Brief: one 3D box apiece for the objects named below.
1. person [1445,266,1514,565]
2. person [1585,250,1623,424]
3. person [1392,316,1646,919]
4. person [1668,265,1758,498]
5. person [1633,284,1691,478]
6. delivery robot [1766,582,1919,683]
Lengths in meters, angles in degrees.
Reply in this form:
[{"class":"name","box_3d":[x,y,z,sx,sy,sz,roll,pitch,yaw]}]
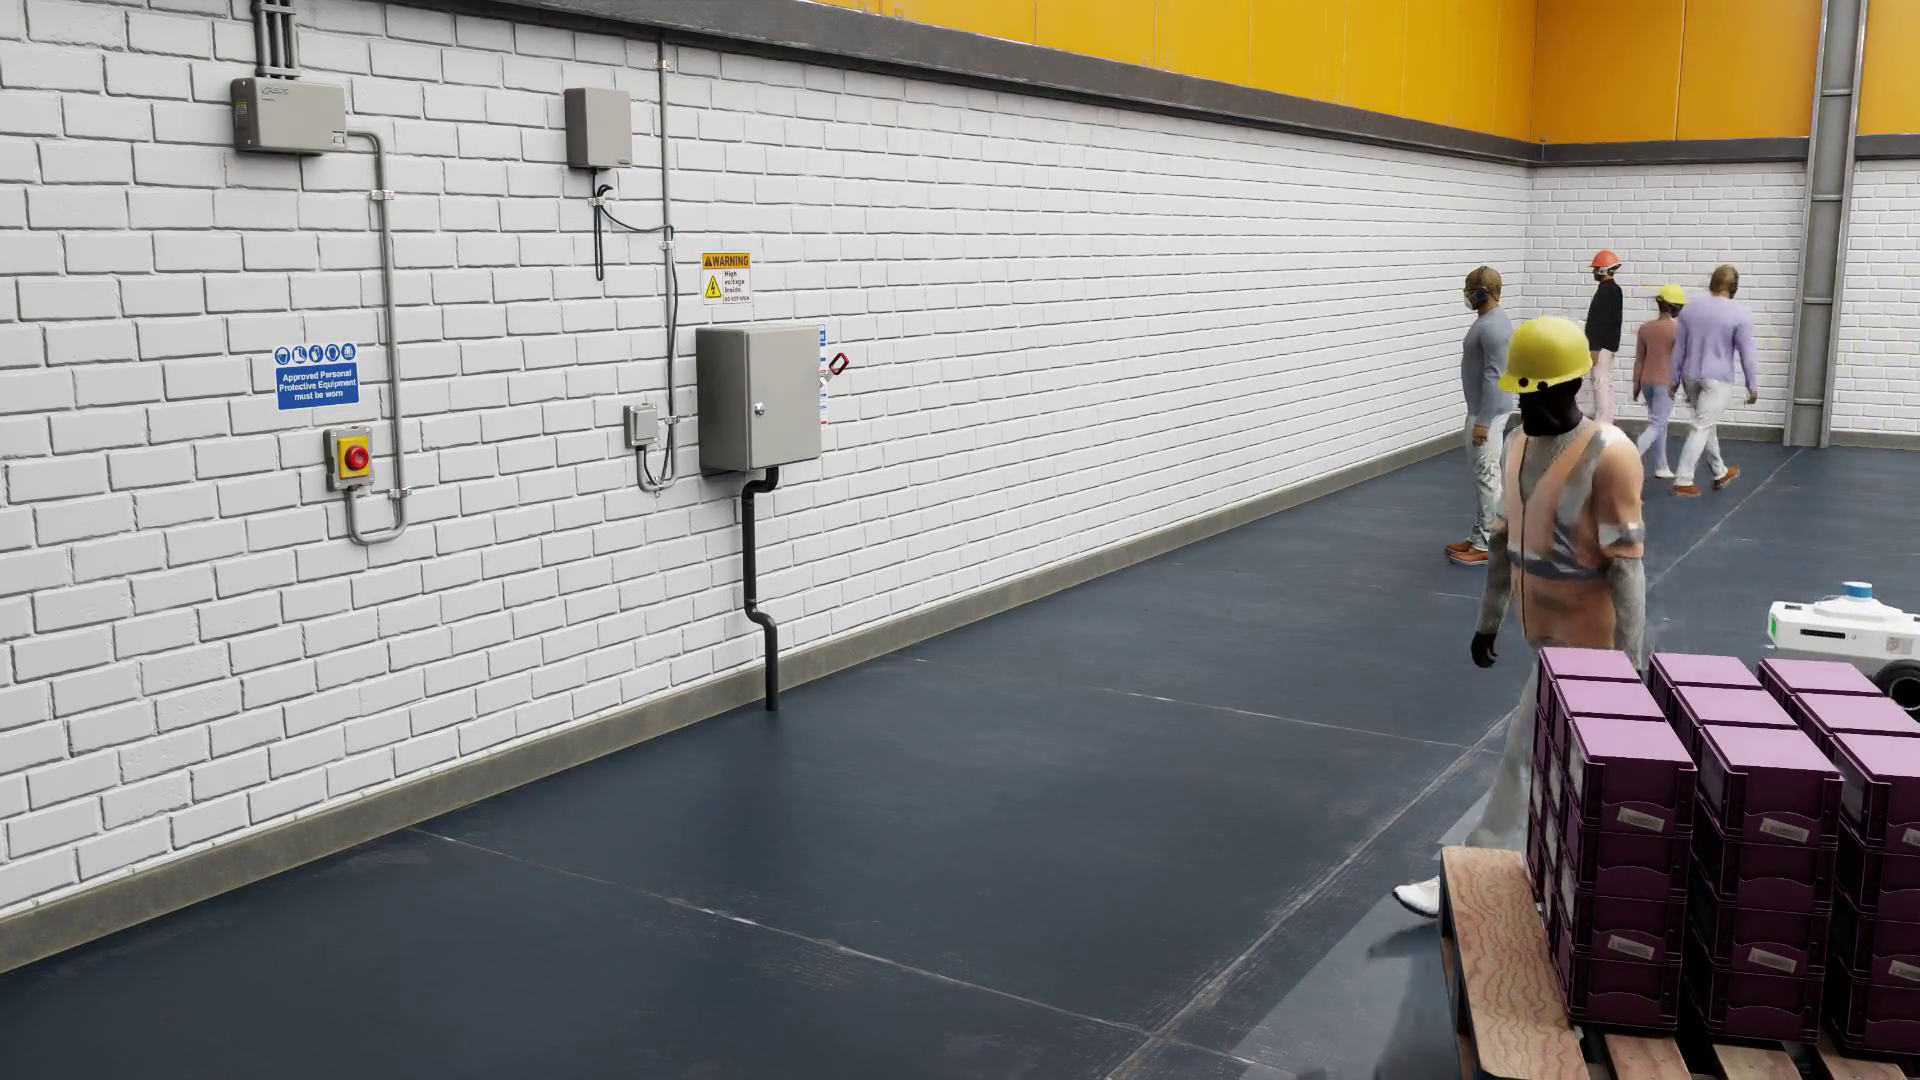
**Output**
[{"class":"person","box_3d":[3.398,-0.802,10.807,0.372,1.935,0.627,3,11,14]},{"class":"person","box_3d":[6.682,-2.007,17.333,0.386,1.986,0.624,7,12,33]},{"class":"person","box_3d":[1.750,0.263,5.067,0.921,1.863,0.629,-2,10,-10]},{"class":"person","box_3d":[6.247,-1.298,13.667,0.985,1.887,0.659,-6,12,-29]},{"class":"person","box_3d":[6.052,-1.351,14.459,0.829,1.733,0.520,-5,11,-24]},{"class":"delivery robot","box_3d":[4.045,0.434,7.523,0.707,0.478,0.477,6,12,29]}]
